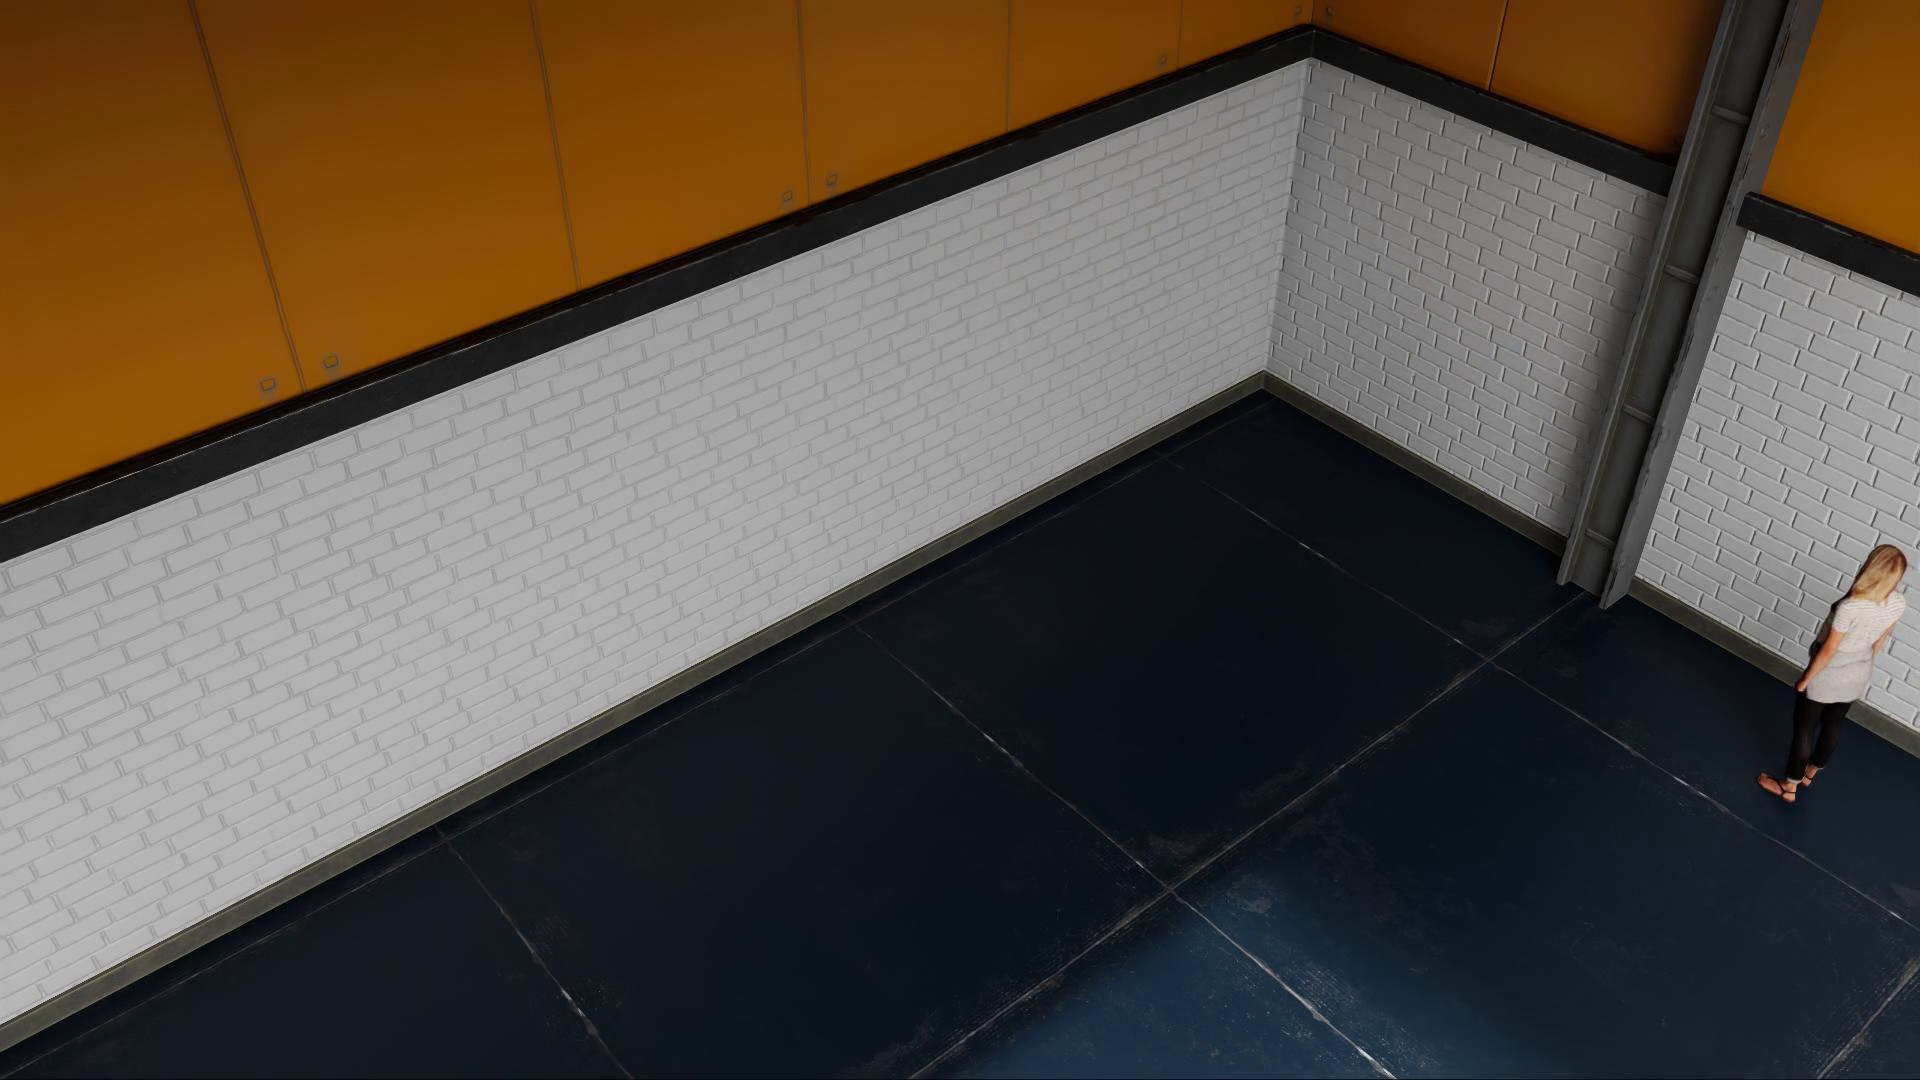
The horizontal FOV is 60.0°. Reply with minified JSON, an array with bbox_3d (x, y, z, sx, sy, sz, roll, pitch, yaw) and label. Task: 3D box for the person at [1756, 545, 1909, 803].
[{"bbox_3d":[5.067,0.780,9.559,0.693,1.828,0.699,-10,40,-12],"label":"person"}]
